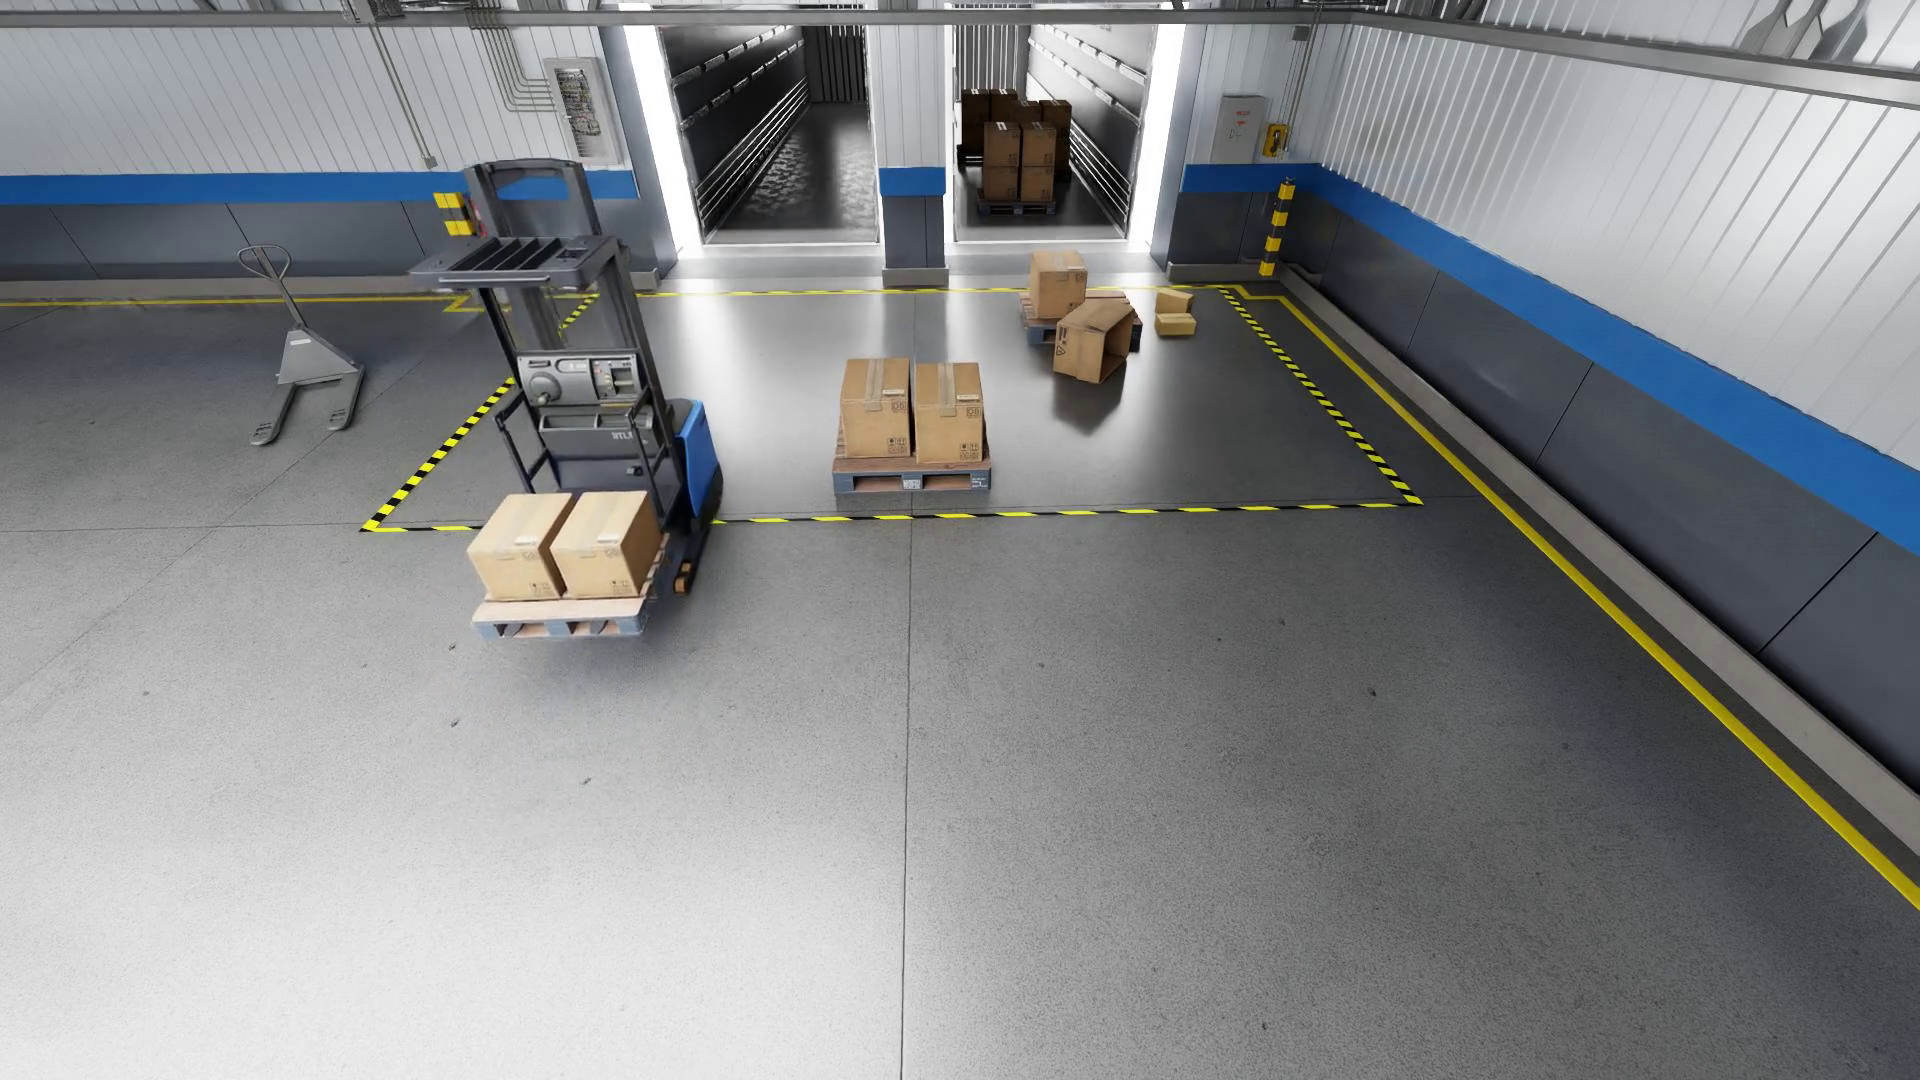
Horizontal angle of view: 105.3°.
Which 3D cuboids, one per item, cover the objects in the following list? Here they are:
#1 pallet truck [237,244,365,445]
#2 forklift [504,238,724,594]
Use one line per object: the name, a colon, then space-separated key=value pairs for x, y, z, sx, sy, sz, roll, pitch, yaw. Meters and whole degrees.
pallet truck: x=-5.915 y=-1.733 z=6.366 sx=0.680 sy=1.201 sz=1.601 roll=-18 pitch=42 yaw=-21
forklift: x=-2.162 y=-0.939 z=4.720 sx=0.716 sy=2.013 sz=0.776 roll=-2 pitch=39 yaw=-2
